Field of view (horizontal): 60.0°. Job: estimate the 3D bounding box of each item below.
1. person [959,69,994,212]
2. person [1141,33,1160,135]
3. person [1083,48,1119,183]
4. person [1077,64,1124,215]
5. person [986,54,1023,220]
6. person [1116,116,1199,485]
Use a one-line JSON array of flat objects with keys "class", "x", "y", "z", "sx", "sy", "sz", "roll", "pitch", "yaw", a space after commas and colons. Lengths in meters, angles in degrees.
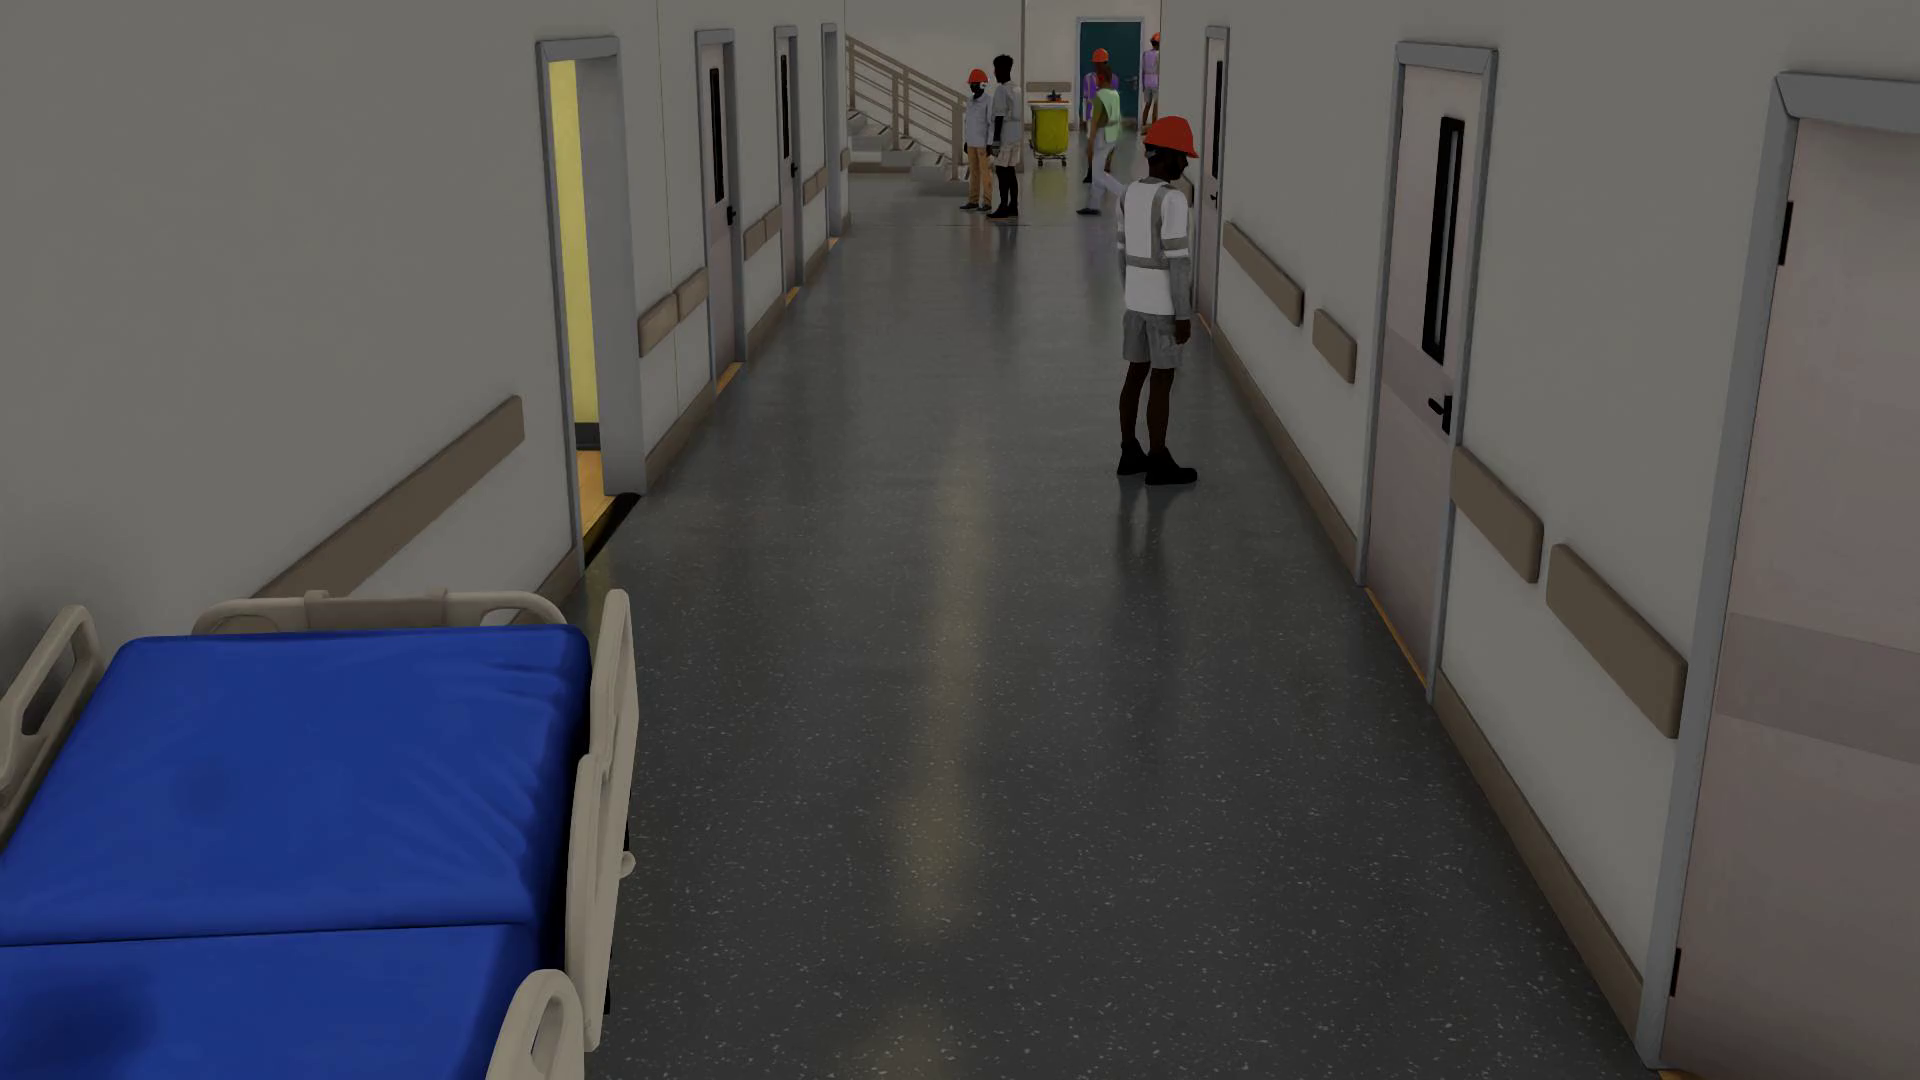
[{"class": "person", "x": 0.226, "y": -5.037, "z": 20.987, "sx": 0.327, "sy": 1.753, "sz": 0.563, "roll": -13, "pitch": 22, "yaw": -36}, {"class": "person", "x": 3.957, "y": -9.242, "z": 33.771, "sx": 0.409, "sy": 2.028, "sz": 0.613, "roll": -15, "pitch": 23, "yaw": -39}, {"class": "person", "x": 2.038, "y": -6.205, "z": 24.385, "sx": 0.539, "sy": 1.931, "sz": 0.381, "roll": 8, "pitch": 19, "yaw": 23}, {"class": "person", "x": 1.804, "y": -4.892, "z": 20.420, "sx": 0.733, "sy": 1.825, "sz": 0.582, "roll": 8, "pitch": 19, "yaw": 24}, {"class": "person", "x": 0.550, "y": -4.865, "z": 20.131, "sx": 0.386, "sy": 1.952, "sz": 0.614, "roll": 8, "pitch": 19, "yaw": 23}, {"class": "person", "x": 1.058, "y": -1.257, "z": 8.831, "sx": 0.374, "sy": 1.928, "sz": 0.542, "roll": -10, "pitch": 20, "yaw": -28}]
